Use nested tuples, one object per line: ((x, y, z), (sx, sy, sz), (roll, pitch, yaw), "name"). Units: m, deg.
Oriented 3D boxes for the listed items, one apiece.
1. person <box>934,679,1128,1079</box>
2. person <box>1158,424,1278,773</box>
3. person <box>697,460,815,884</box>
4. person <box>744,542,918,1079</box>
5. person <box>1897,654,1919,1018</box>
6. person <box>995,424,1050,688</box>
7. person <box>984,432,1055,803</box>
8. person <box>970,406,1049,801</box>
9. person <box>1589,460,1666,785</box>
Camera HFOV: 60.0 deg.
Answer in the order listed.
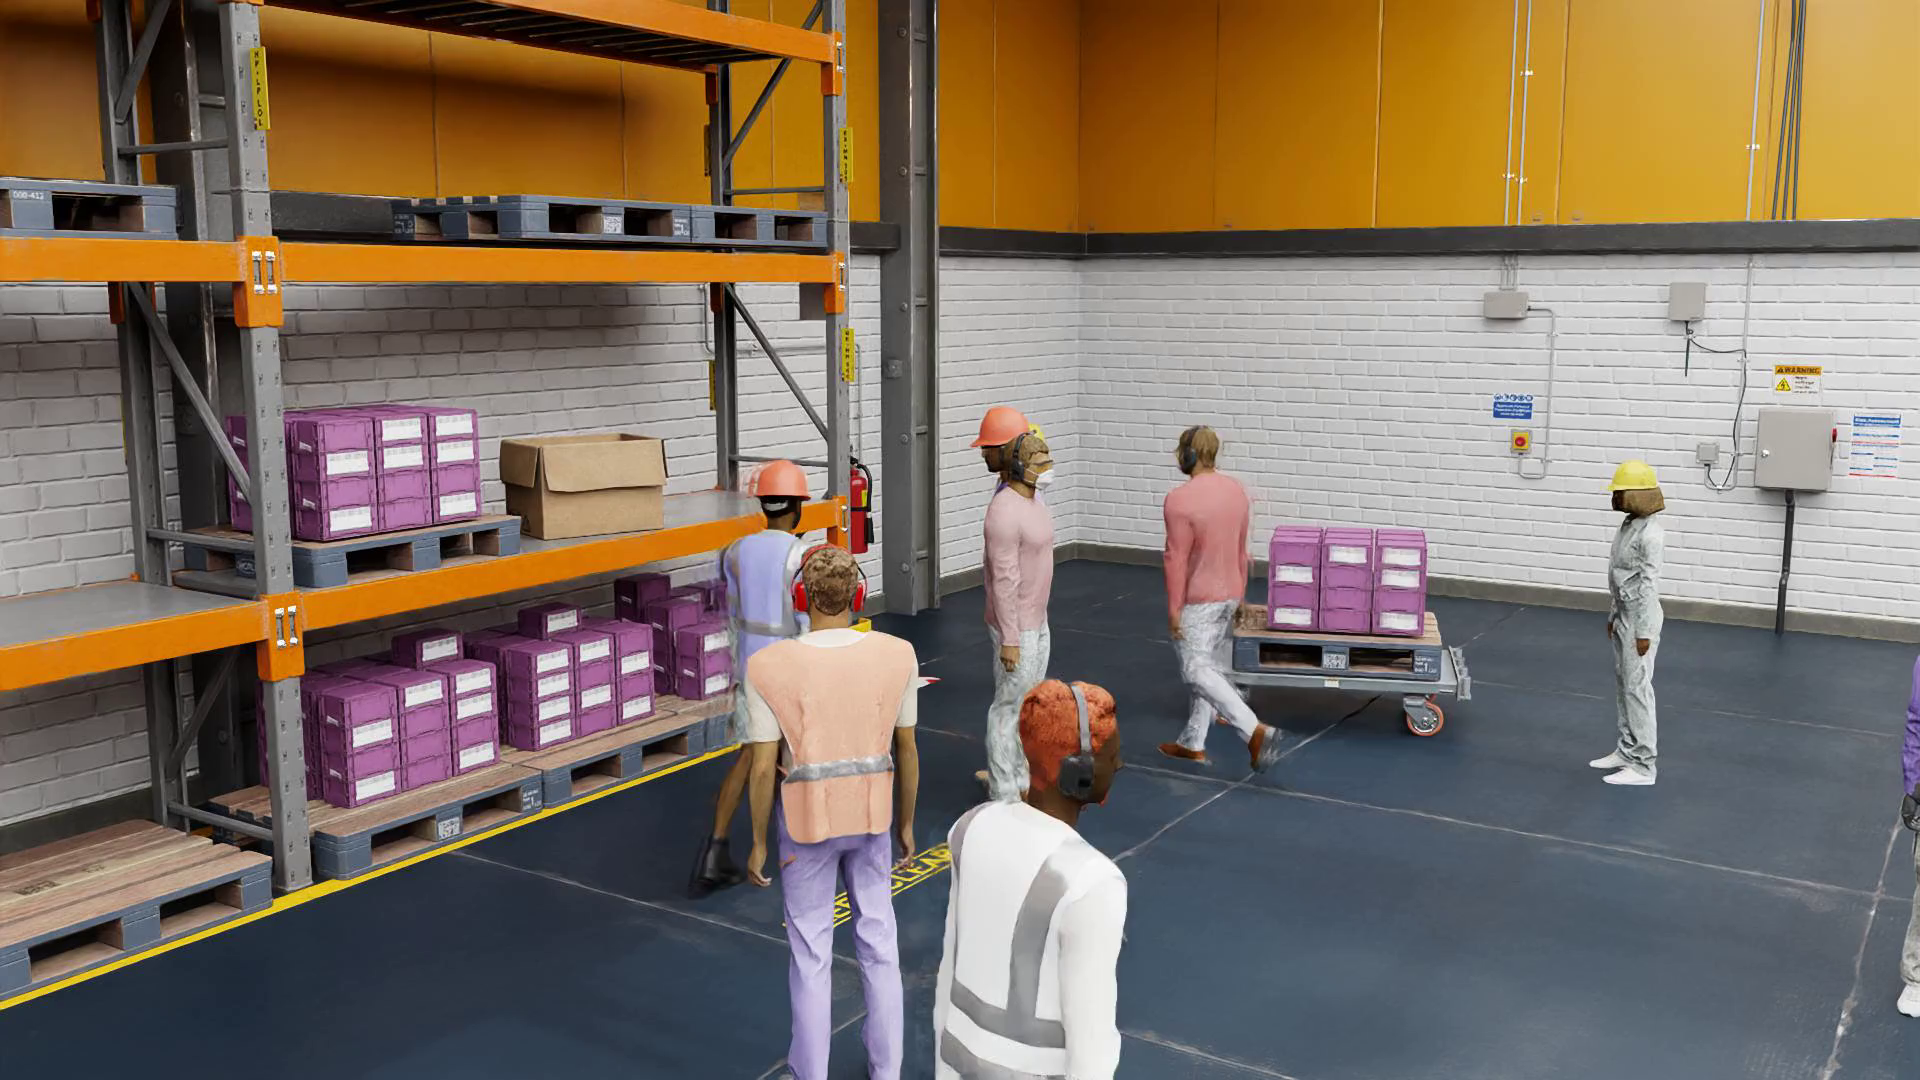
((0.066, 1.210, 3.547), (0.986, 1.841, 0.585), (-5, 10, -27), "person")
((1.405, 0.338, 8.976), (0.642, 1.914, 0.793), (-8, 12, -42), "person")
((-0.840, 0.586, 7.462), (0.562, 1.881, 0.990), (5, 10, 31), "person")
((-0.398, 0.930, 5.298), (0.565, 1.845, 0.384), (-3, 9, -20), "person")
((3.637, 0.943, 5.926), (0.513, 1.631, 0.318), (6, 11, 34), "person")
((0.412, 0.132, 10.764), (0.329, 1.764, 0.524), (-5, 10, -30), "person")
((0.307, 0.435, 8.220), (0.359, 1.938, 0.635), (3, 9, 16), "person")
((0.253, 0.334, 8.544), (0.393, 2.040, 0.611), (-1, 9, -9), "person")
((3.569, 0.438, 8.876), (0.320, 1.737, 0.488), (1, 9, 8), "person")
